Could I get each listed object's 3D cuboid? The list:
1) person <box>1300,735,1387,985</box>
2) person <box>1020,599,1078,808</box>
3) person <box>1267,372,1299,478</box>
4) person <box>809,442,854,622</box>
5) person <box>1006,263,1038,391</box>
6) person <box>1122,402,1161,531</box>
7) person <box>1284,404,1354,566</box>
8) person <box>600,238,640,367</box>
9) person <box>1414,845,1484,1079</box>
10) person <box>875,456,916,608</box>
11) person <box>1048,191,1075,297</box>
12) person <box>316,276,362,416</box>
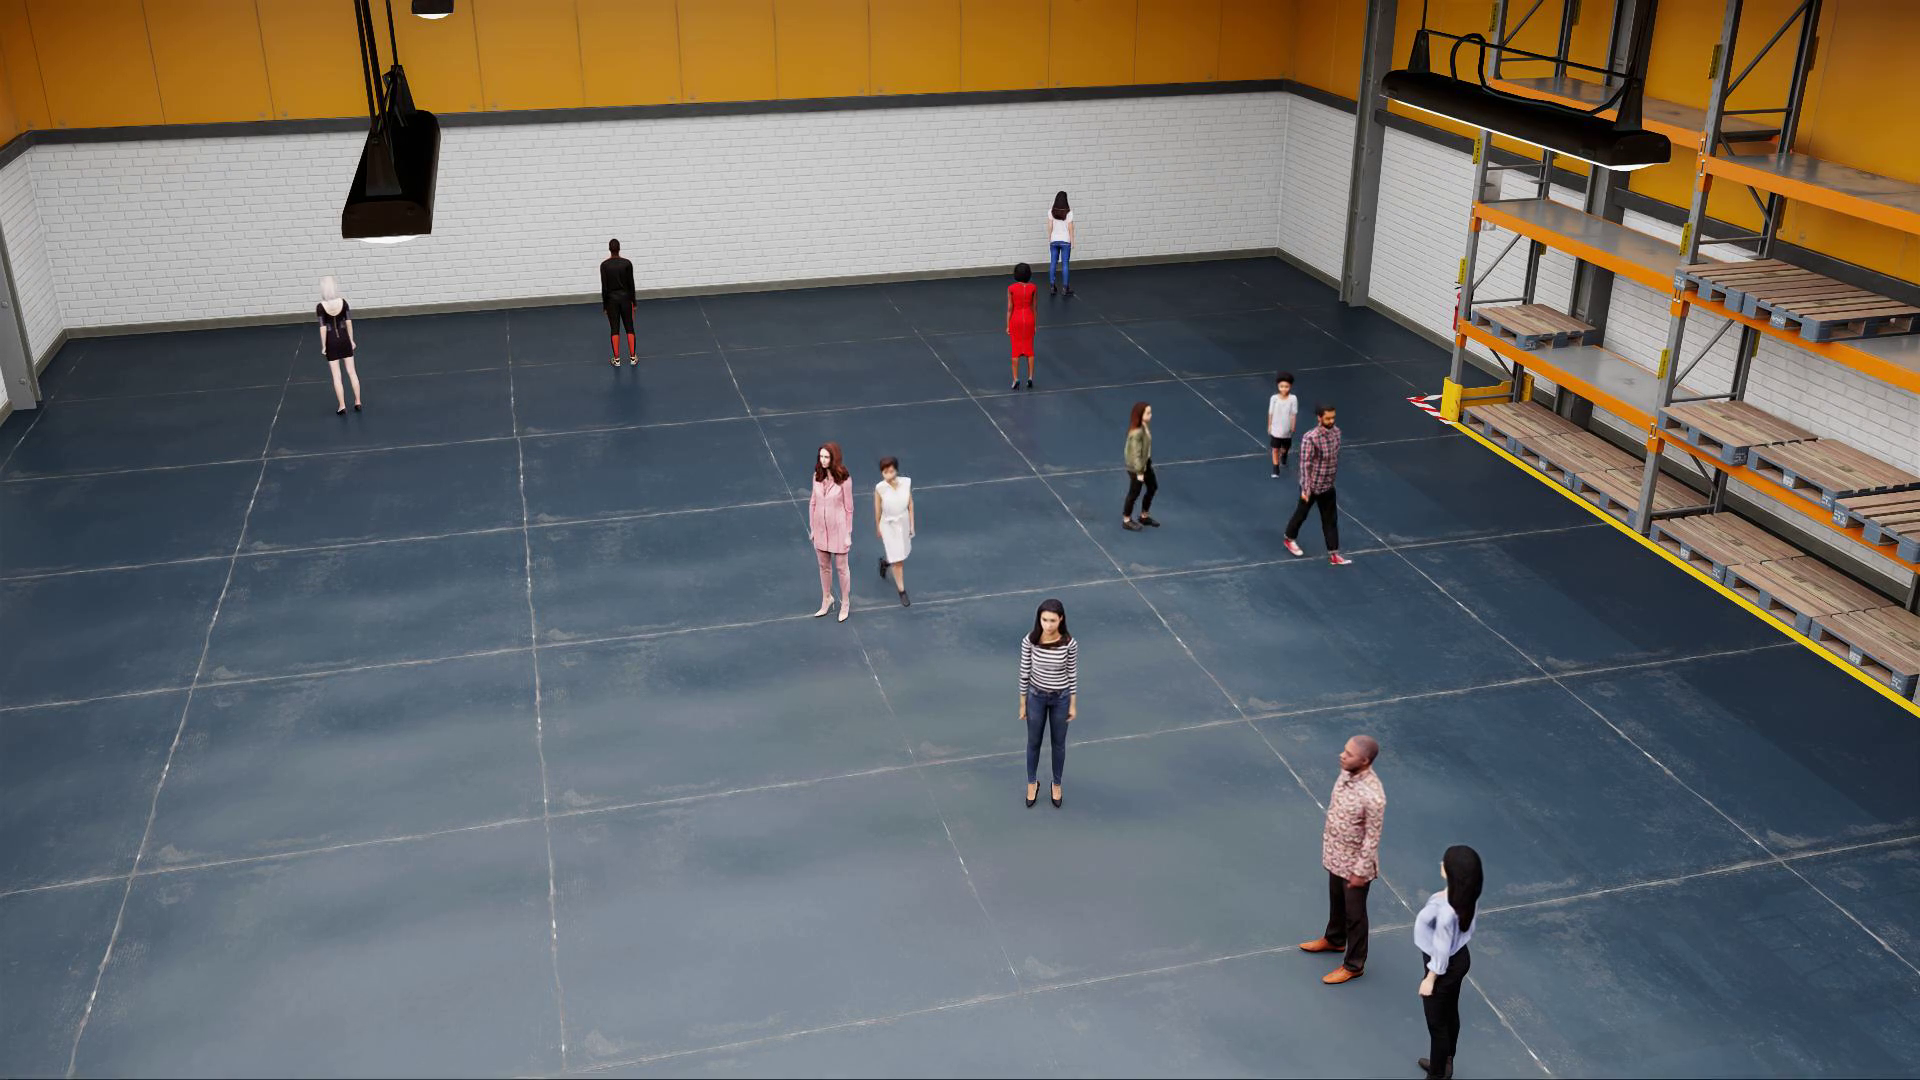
[{"bbox_3d":[2.600,2.077,11.025,0.747,1.808,0.533,-5,24,-10],"label":"person"},{"bbox_3d":[0.689,1.269,12.892,0.650,1.795,0.622,1,24,3],"label":"person"},{"bbox_3d":[3.805,-1.389,19.652,0.679,1.249,0.818,5,24,12],"label":"person"},{"bbox_3d":[-1.223,-0.096,16.003,0.684,1.803,0.723,10,26,23],"label":"person"},{"bbox_3d":[0.835,-2.888,22.466,0.588,1.743,0.521,-4,24,-9],"label":"person"},{"bbox_3d":[1.880,-0.803,18.045,0.802,1.463,0.735,10,26,22],"label":"person"},{"bbox_3d":[3.653,-0.601,17.257,0.910,1.724,1.229,-13,27,-27],"label":"person"},{"bbox_3d":[-4.813,-3.366,23.478,0.630,1.808,0.522,-7,25,-16],"label":"person"},{"bbox_3d":[2.911,2.577,9.962,0.771,1.743,0.729,15,28,31],"label":"person"},{"bbox_3d":[-0.658,-0.139,16.453,0.651,1.522,1.009,-11,26,-24],"label":"person"},{"bbox_3d":[1.627,-4.789,26.886,0.674,1.685,0.722,11,26,24],"label":"person"},{"bbox_3d":[-8.051,-2.522,21.521,0.660,1.830,0.649,-19,30,-37],"label":"person"}]
